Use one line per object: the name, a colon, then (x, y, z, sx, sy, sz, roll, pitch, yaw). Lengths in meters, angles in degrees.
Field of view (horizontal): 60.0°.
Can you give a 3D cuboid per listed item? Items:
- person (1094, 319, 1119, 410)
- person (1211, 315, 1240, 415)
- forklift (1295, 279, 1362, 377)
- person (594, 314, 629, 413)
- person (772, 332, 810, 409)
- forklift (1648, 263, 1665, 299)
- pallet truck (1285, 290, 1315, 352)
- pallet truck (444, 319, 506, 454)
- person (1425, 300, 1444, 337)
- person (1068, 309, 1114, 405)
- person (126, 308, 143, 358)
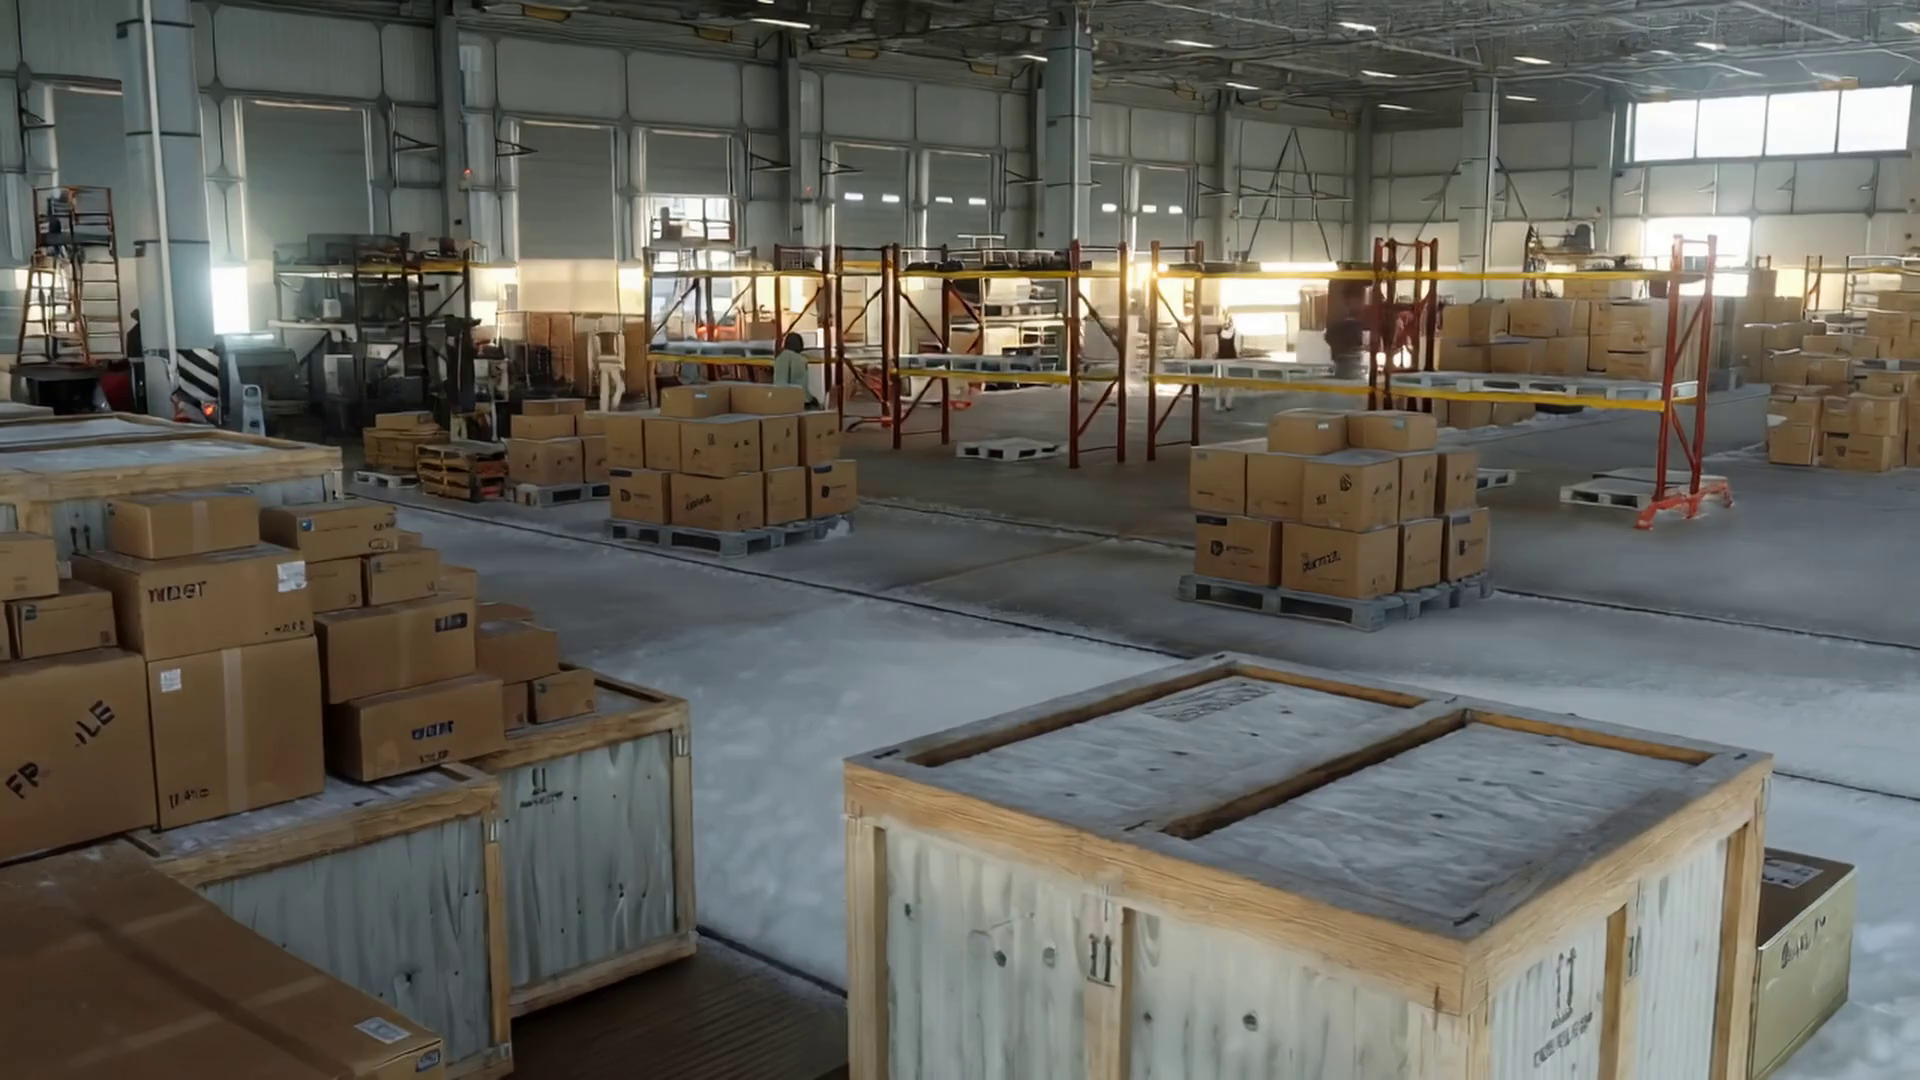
person: (2.748, -3.297, 31.311, 0.723, 1.717, 0.502, -3, 10, -18)
person: (4.849, -3.205, 30.401, 0.546, 1.829, 0.468, 2, 10, 13)
forklift: (9.386, -5.479, 41.136, 1.873, 2.768, 1.129, 9, 13, 43)
person: (-6.061, -2.974, 28.865, 0.601, 1.866, 0.468, 2, 10, 14)
person: (-2.146, -1.755, 21.483, 0.430, 1.845, 0.619, -7, 12, -39)
forklift: (18.906, -6.155, 45.282, 1.873, 2.768, 1.129, 3, 10, 15)
pallet truck: (11.297, -6.951, 52.861, 1.885, 1.965, 0.823, -5, 11, -29)
pallet truck: (-6.981, -1.942, 22.150, 1.885, 1.965, 0.823, 1, 9, 9)
person: (11.712, -4.912, 40.712, 0.636, 1.899, 1.005, 4, 10, 23)
person: (2.616, -3.595, 32.622, 1.015, 1.896, 0.644, -3, 10, -20)
person: (-14.126, -2.994, 28.679, 0.628, 1.981, 0.437, 8, 12, 41)
